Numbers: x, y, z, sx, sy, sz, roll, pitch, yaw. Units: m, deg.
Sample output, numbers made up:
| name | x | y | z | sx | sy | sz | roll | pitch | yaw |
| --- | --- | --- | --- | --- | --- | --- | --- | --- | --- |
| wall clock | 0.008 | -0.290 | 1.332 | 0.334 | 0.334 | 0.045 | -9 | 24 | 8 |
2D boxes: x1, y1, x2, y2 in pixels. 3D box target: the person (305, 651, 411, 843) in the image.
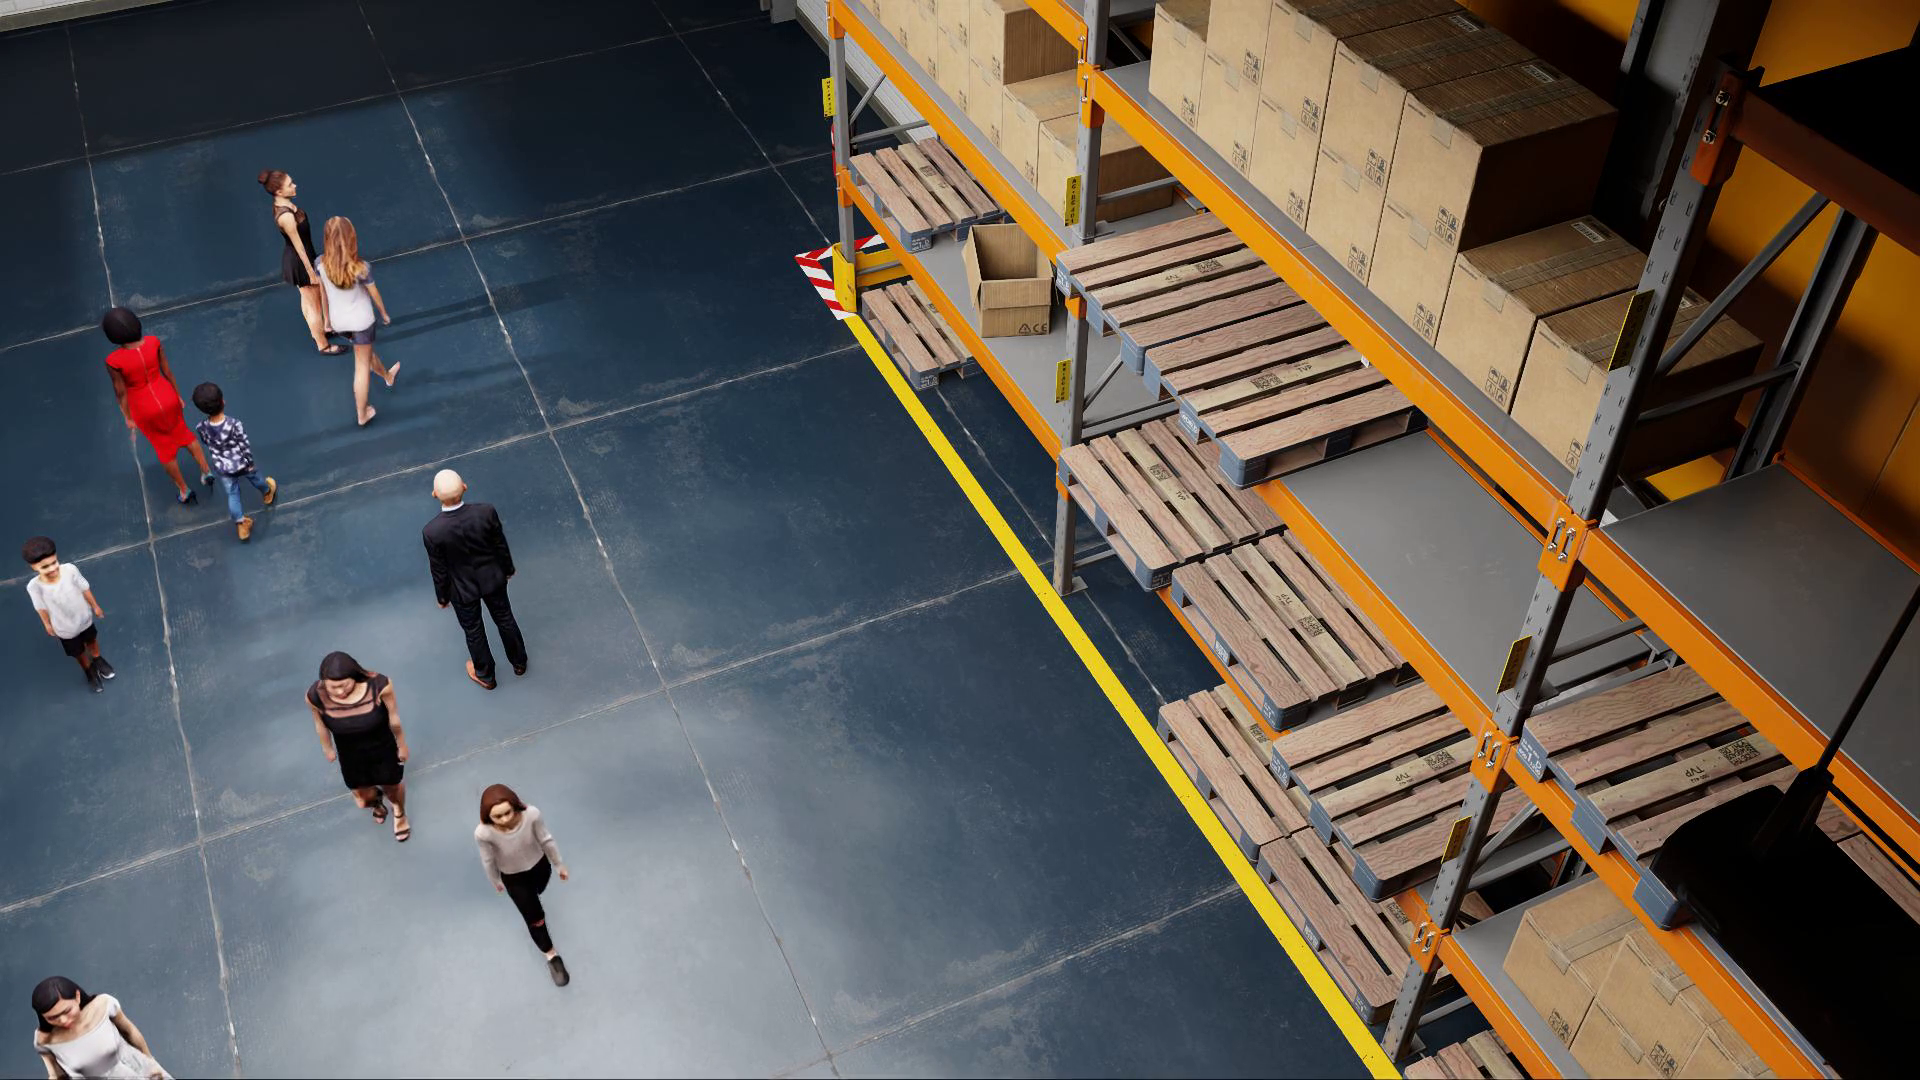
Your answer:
| name | x | y | z | sx | sy | sz | roll | pitch | yaw |
| --- | --- | --- | --- | --- | --- | --- | --- | --- | --- |
| person | -3.489 | 1.168 | 9.836 | 0.694 | 1.700 | 0.696 | -10 | 45 | -11 |

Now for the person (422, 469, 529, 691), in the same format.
| name | x | y | z | sx | sy | sz | roll | pitch | yaw |
| --- | --- | --- | --- | --- | --- | --- | --- | --- | --- |
| person | -3.129 | 0.257 | 10.720 | 0.726 | 1.800 | 0.635 | -25 | 49 | -24 |

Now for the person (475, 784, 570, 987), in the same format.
| name | x | y | z | sx | sy | sz | roll | pitch | yaw |
| --- | --- | --- | --- | --- | --- | --- | --- | --- | --- |
| person | -2.464 | 1.797 | 9.351 | 0.656 | 1.458 | 1.003 | -26 | 49 | -24 |

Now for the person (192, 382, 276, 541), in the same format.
| name | x | y | z | sx | sy | sz | roll | pitch | yaw |
| --- | --- | --- | --- | --- | --- | --- | --- | --- | --- |
| person | -5.269 | -0.550 | 11.981 | 0.630 | 1.229 | 0.871 | -5 | 44 | -6 |

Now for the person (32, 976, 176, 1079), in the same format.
| name | x | y | z | sx | sy | sz | roll | pitch | yaw |
| --- | --- | --- | --- | --- | --- | --- | --- | --- | --- |
| person | -4.172 | 2.678 | 8.197 | 0.716 | 1.774 | 0.720 | -30 | 51 | -28 |

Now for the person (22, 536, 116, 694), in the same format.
| name | x | y | z | sx | sy | sz | roll | pitch | yaw |
| --- | --- | --- | --- | --- | --- | --- | --- | --- | --- |
| person | -5.882 | 0.441 | 10.926 | 0.572 | 1.247 | 0.603 | -34 | 53 | -30 |

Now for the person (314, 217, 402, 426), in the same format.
| name | x | y | z | sx | sy | sz | roll | pitch | yaw |
| --- | --- | --- | --- | --- | --- | --- | --- | --- | --- |
| person | -4.684 | -1.601 | 12.763 | 0.960 | 1.672 | 1.064 | 7 | 44 | 8 |

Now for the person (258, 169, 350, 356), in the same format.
| name | x | y | z | sx | sy | sz | roll | pitch | yaw |
| --- | --- | --- | --- | --- | --- | --- | --- | --- | --- |
| person | -5.326 | -2.261 | 13.453 | 0.635 | 1.675 | 0.489 | -19 | 47 | -19 |

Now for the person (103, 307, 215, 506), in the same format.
| name | x | y | z | sx | sy | sz | roll | pitch | yaw |
| --- | --- | --- | --- | --- | --- | --- | --- | --- | --- |
| person | -5.809 | -0.927 | 12.005 | 0.648 | 1.741 | 0.643 | 29 | 51 | 27 |
